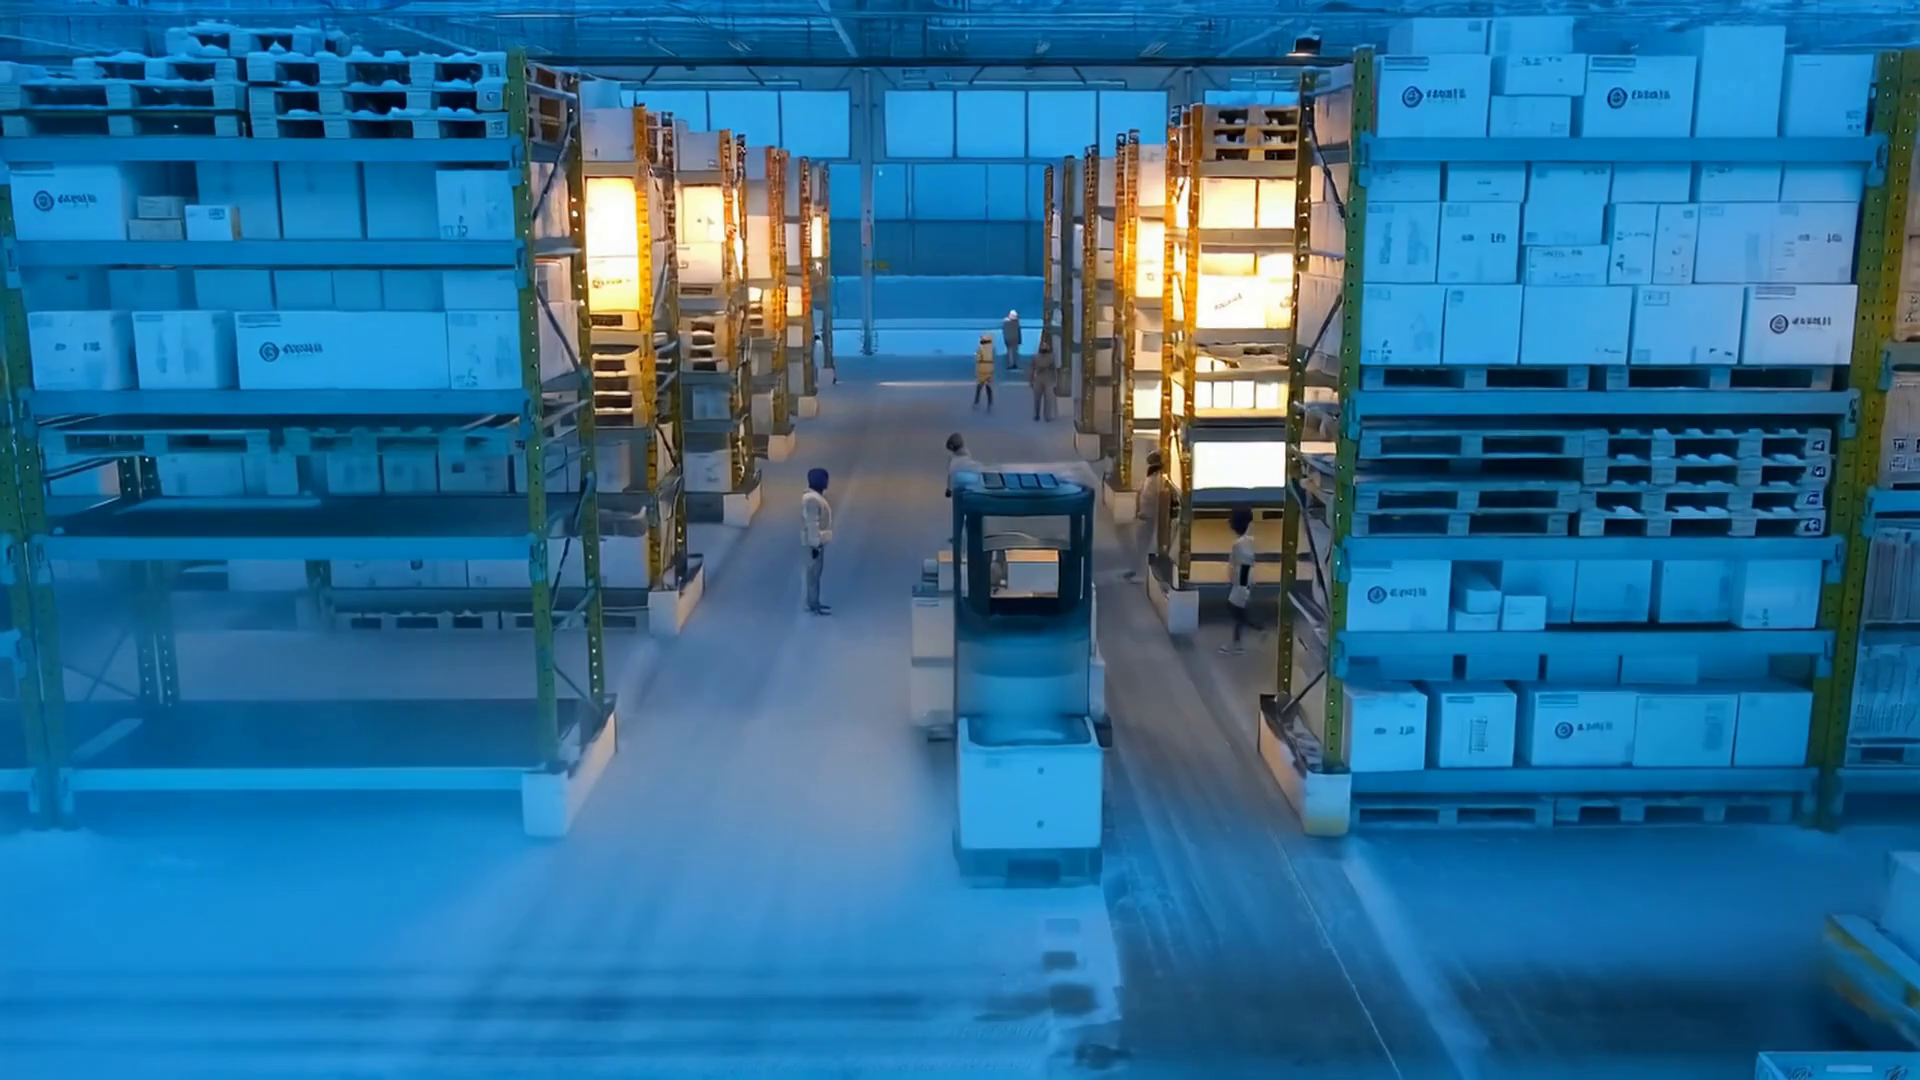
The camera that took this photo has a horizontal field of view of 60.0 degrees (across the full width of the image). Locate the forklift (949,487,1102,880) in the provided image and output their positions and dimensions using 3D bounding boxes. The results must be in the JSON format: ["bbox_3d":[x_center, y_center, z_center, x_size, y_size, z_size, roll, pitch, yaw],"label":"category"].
[{"bbox_3d":[0.495,0.986,12.813,1.129,2.768,1.873,0,11,-2],"label":"forklift"}]

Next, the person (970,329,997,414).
[{"bbox_3d":[0.544,-4.074,40.045,0.644,2.009,0.908,-6,13,-27],"label":"person"}]

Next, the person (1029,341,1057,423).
[{"bbox_3d":[1.919,-3.674,38.418,0.653,1.884,0.792,0,11,0],"label":"person"}]

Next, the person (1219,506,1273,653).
[{"bbox_3d":[3.172,0.452,18.431,0.471,1.679,0.538,0,11,0],"label":"person"}]

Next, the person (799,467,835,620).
[{"bbox_3d":[-1.726,0.031,20.135,0.430,1.844,0.623,0,11,-2],"label":"person"}]

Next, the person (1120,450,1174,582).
[{"bbox_3d":[2.494,-0.321,22.030,0.906,1.773,0.633,-3,12,-15],"label":"person"}]

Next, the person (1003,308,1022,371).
[{"bbox_3d":[1.570,-6.048,50.148,0.404,1.892,0.701,-11,16,-43],"label":"person"}]

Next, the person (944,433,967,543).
[{"bbox_3d":[-0.058,-0.765,24.593,0.285,1.633,0.500,5,12,23],"label":"person"}]
